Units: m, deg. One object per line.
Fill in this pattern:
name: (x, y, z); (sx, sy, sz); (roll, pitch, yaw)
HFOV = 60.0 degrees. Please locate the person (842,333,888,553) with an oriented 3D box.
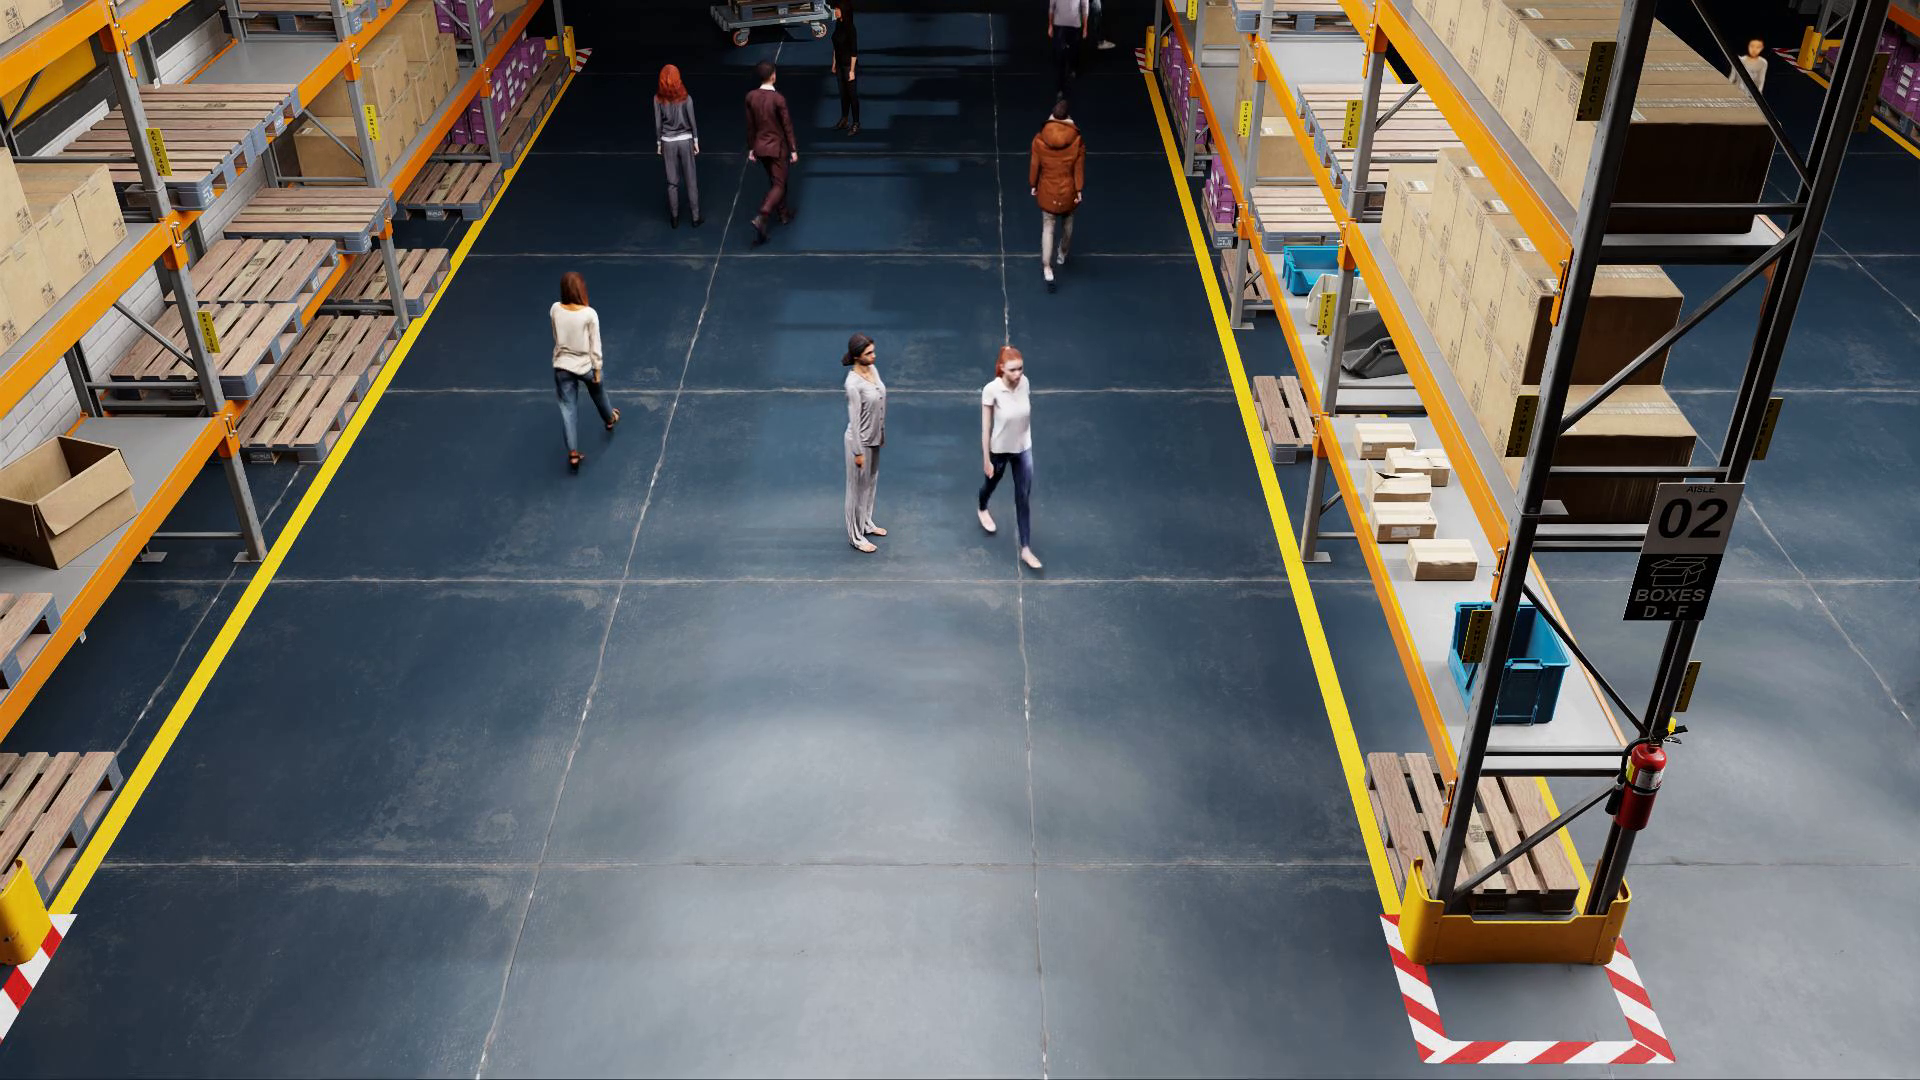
person: (-0.732, -0.755, 12.581); (0.712, 1.773, 0.563); (11, 35, 16)

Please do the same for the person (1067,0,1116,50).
person: (1.710, -7.554, 22.962); (0.731, 1.604, 1.032); (-3, 34, -4)

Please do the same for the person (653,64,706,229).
person: (-3.019, -4.202, 17.761); (0.598, 1.779, 0.490); (-2, 34, -2)

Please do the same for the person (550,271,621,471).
person: (-3.163, -1.353, 13.606); (0.741, 1.633, 1.127); (6, 34, 8)

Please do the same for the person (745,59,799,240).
person: (-2.010, -4.096, 17.548); (1.064, 1.838, 1.273); (17, 37, 24)

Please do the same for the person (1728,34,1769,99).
person: (9.227, -5.245, 19.621); (0.657, 1.456, 0.670); (9, 35, 13)

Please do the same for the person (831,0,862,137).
person: (-1.380, -5.783, 20.263); (0.699, 1.642, 0.624); (-25, 41, -33)

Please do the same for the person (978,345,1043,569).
person: (0.306, -0.688, 12.556); (0.935, 1.689, 1.223); (-15, 37, -22)

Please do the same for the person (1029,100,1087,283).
person: (0.966, -3.434, 16.584); (0.765, 1.802, 1.164); (2, 34, 4)

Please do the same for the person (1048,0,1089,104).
person: (1.393, -6.600, 21.339); (0.709, 1.811, 1.114); (2, 34, 3)
